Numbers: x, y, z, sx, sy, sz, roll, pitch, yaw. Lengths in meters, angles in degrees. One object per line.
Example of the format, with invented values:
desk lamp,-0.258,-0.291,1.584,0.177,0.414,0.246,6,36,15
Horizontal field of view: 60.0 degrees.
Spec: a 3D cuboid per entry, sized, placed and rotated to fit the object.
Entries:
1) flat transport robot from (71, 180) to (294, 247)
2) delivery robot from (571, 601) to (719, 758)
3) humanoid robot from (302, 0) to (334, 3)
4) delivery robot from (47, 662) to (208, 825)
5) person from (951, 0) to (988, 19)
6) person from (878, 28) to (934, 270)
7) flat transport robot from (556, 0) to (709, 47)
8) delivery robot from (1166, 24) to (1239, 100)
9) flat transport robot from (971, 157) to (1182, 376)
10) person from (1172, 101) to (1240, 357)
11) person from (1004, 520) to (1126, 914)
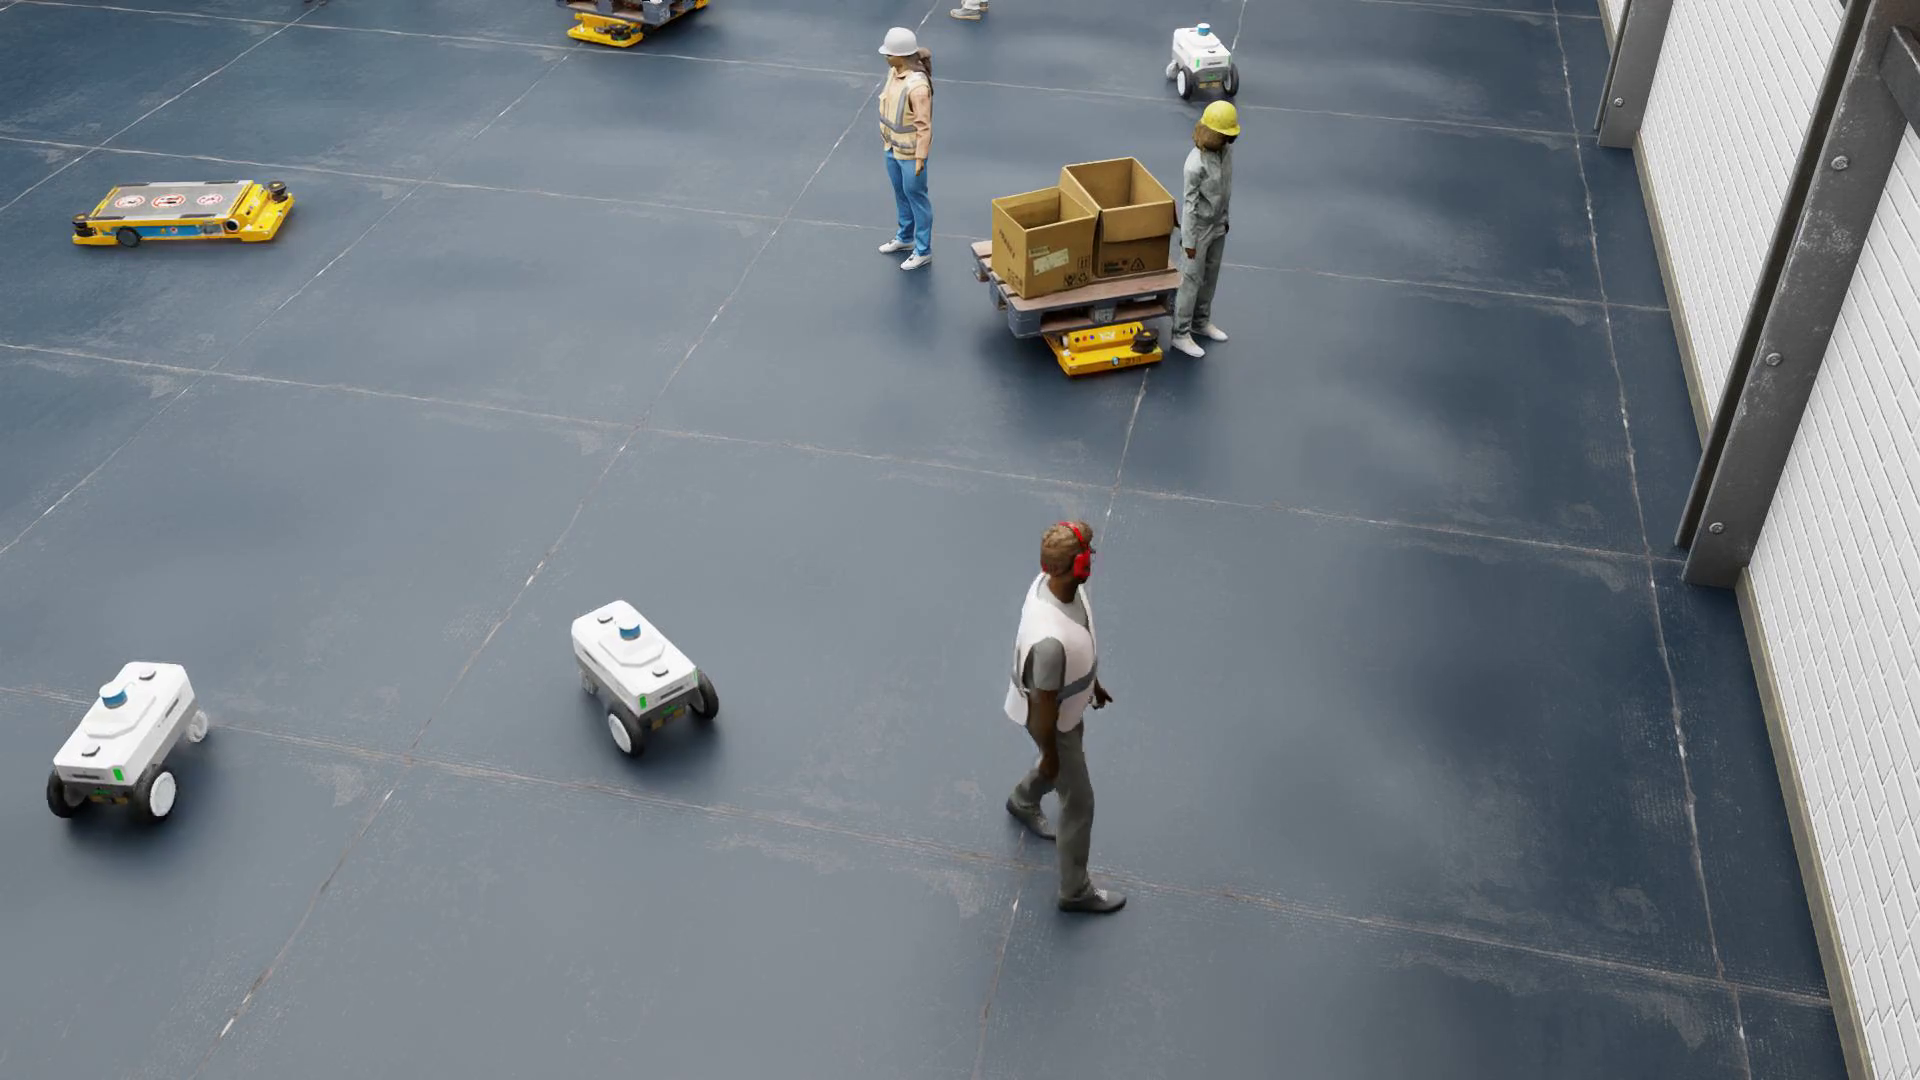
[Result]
flat transport robot,-5.836,-2.455,12.504,1.431,0.231,0.659,-2,37,-3
delivery robot,-1.577,0.640,8.128,0.499,0.600,0.802,-27,44,-31
humanoid robot,-6.452,-6.034,16.118,0.589,1.651,0.408,-16,39,-20
delivery robot,-3.868,0.923,7.742,0.499,0.592,0.795,4,37,5
person,0.118,-5.924,15.800,0.356,1.882,0.573,14,39,17
person,-0.365,-2.756,11.687,0.365,1.727,0.495,-19,41,-23
flat transport robot,-3.094,-5.100,16.044,0.659,0.231,1.431,17,40,21
delivery robot,2.120,-4.214,14.631,0.524,0.610,0.781,-7,37,-9
flat transport robot,0.809,-1.588,11.344,0.659,0.231,1.431,-10,38,-14
person,1.589,-1.994,10.667,0.321,1.729,0.492,24,43,29
person,0.447,0.726,6.981,0.602,1.785,0.610,8,37,10
